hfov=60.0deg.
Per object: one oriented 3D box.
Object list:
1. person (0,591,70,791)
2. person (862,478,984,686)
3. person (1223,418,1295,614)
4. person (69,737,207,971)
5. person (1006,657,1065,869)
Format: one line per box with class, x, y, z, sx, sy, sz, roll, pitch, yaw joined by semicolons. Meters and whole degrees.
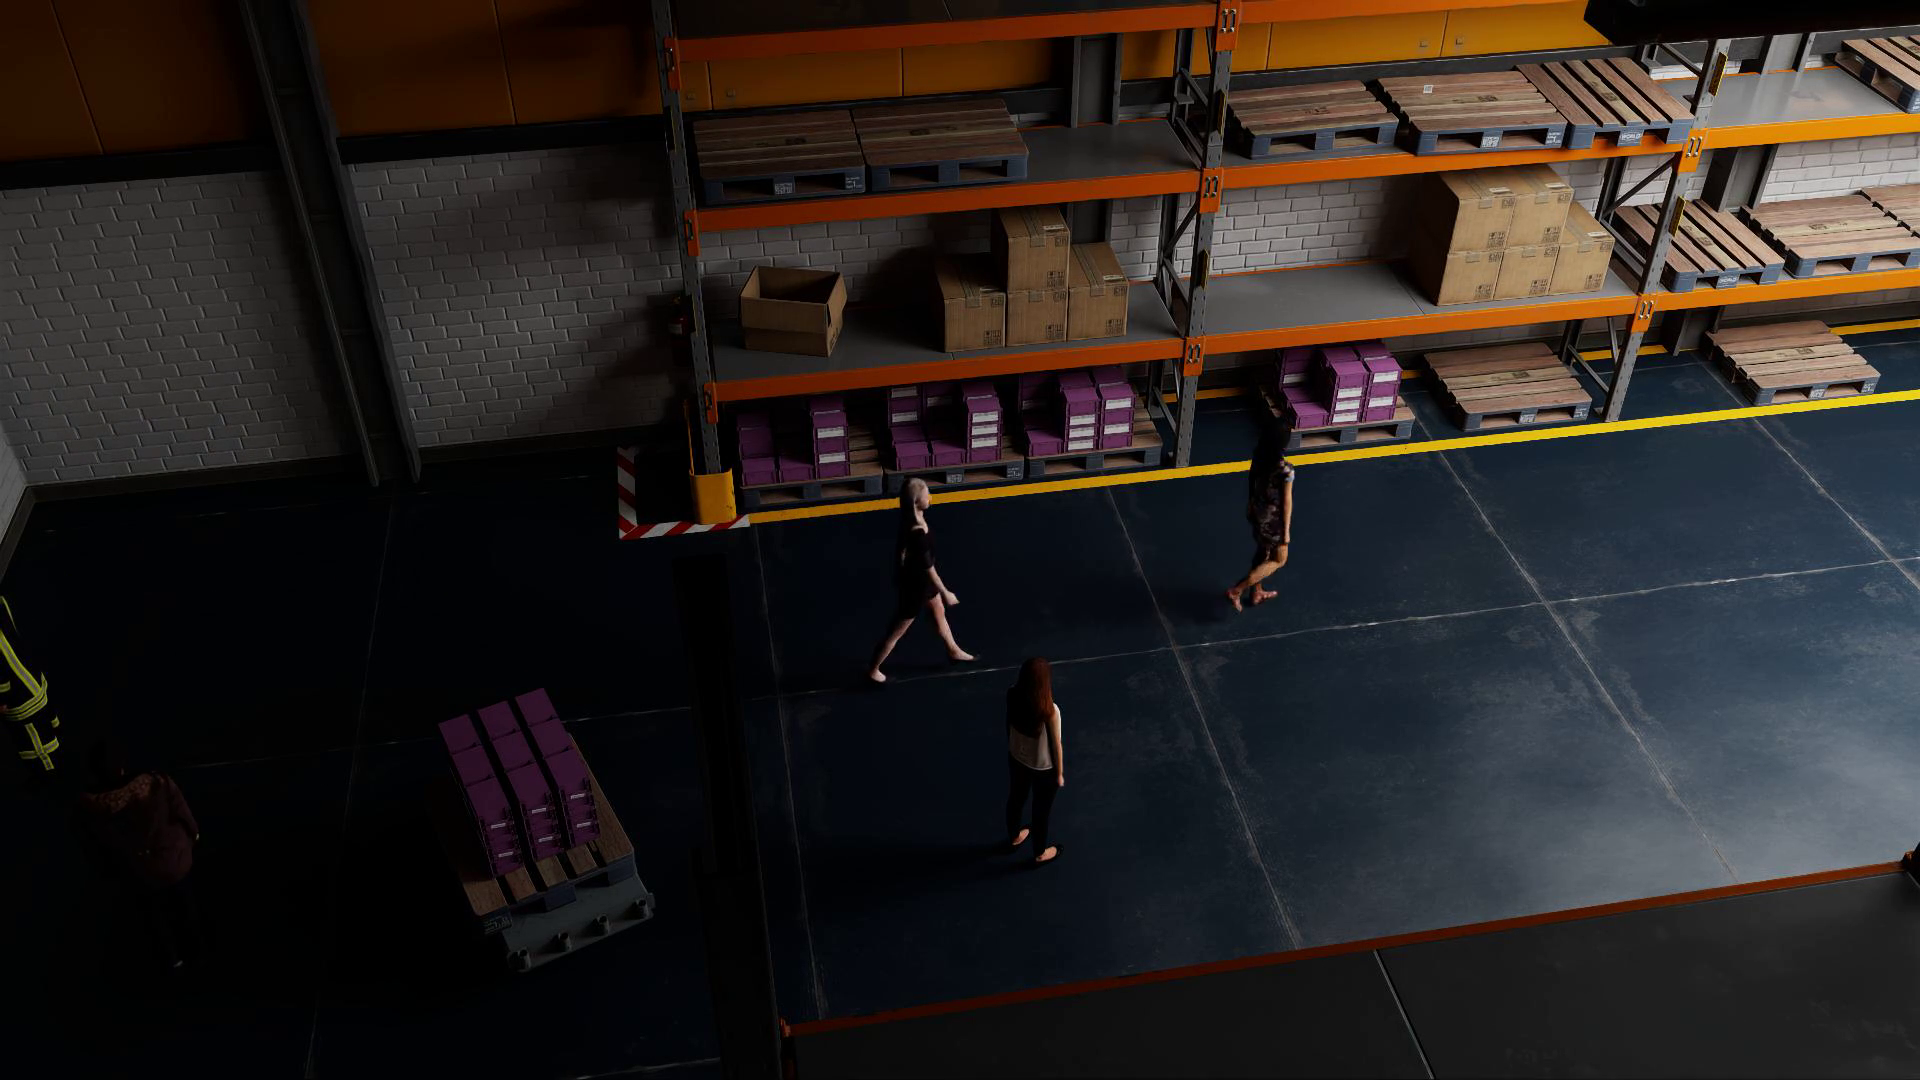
person;-6.358;0.864;11.058;0.730;1.861;0.781;-12;40;-14
person;-0.405;0.361;11.750;1.123;1.782;0.577;-6;39;-8
person;2.232;-0.137;12.424;0.864;1.720;0.746;-19;42;-22
person;-4.742;1.912;9.767;0.751;1.835;0.890;-17;42;-20
person;0.460;1.398;10.500;0.647;1.722;0.684;29;47;31
